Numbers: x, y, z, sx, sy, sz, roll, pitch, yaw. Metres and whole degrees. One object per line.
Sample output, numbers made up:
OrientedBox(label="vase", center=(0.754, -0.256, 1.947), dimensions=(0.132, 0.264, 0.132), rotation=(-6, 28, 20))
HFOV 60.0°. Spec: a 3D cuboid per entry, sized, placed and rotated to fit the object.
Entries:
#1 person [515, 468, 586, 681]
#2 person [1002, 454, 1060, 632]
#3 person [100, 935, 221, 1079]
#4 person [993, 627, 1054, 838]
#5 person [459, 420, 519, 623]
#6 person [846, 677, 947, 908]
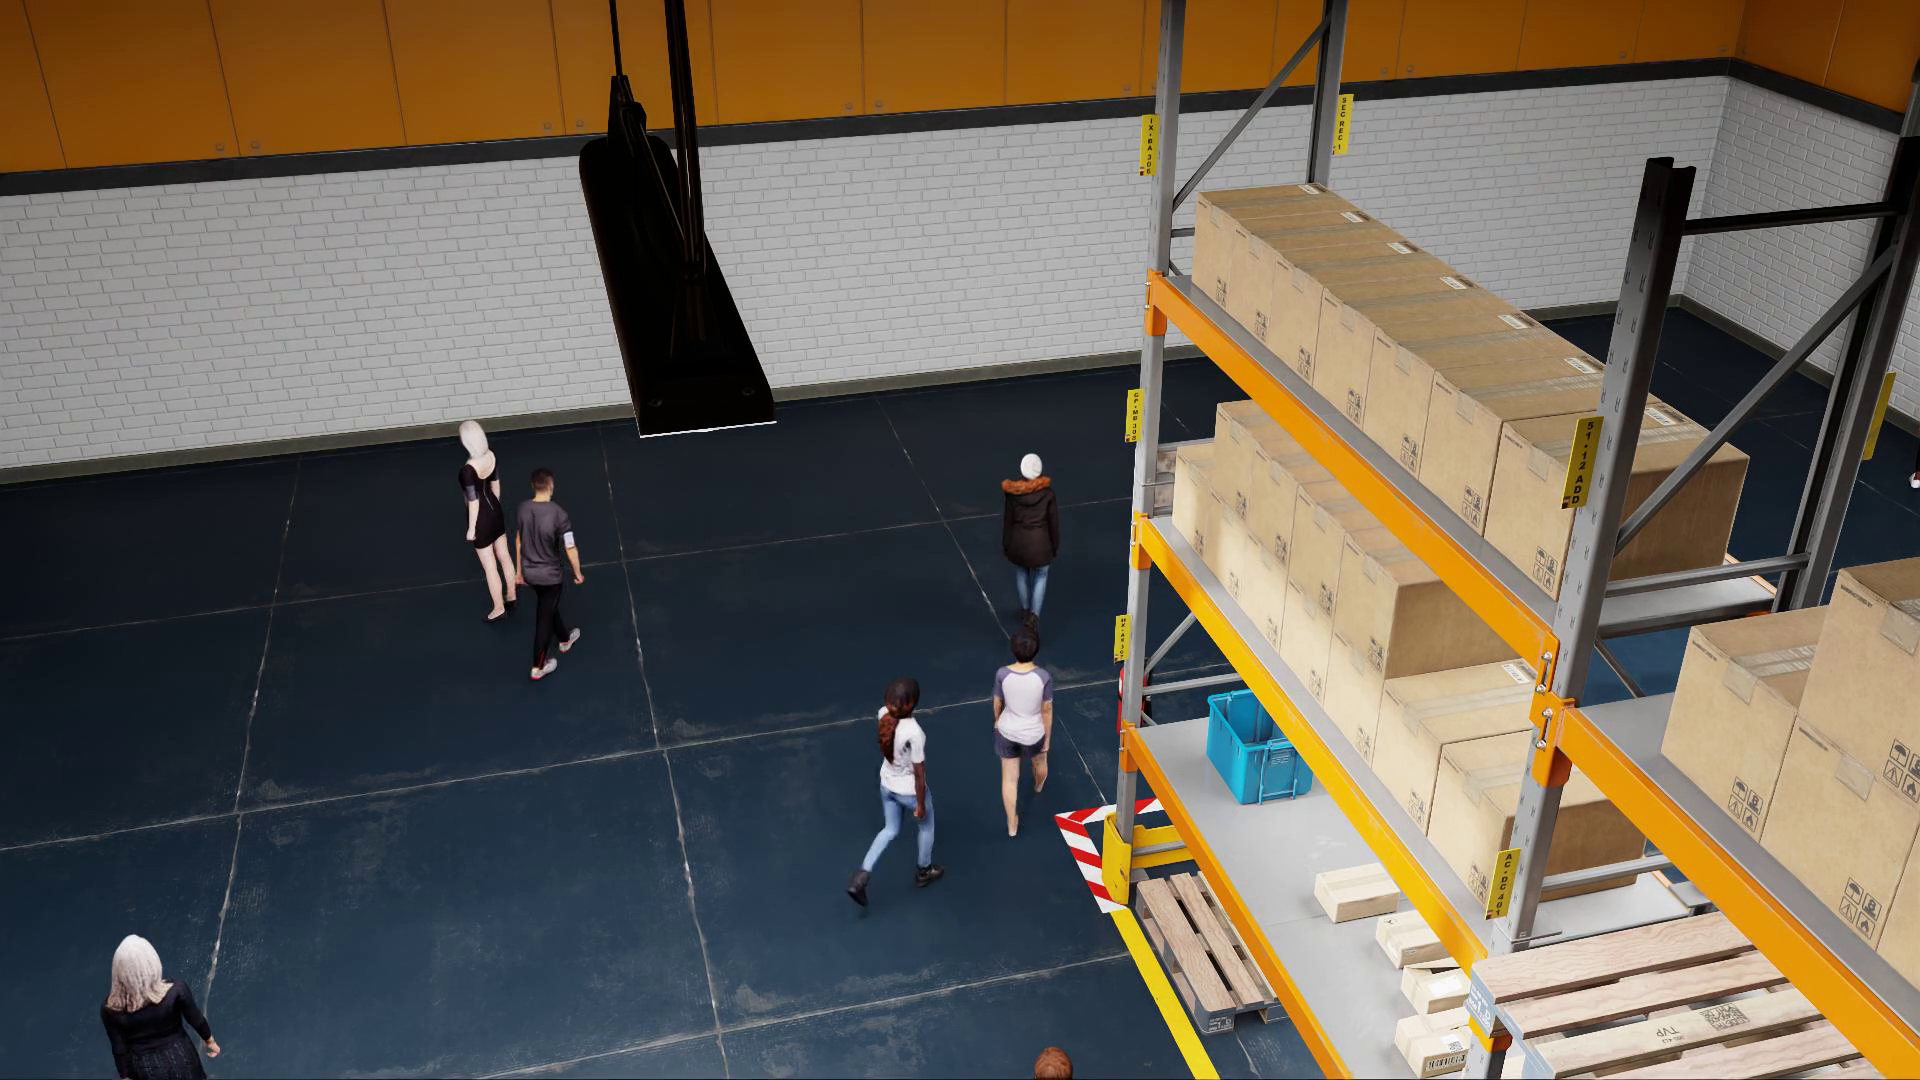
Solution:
OrientedBox(label="person", center=(-3.306, 0.324, 13.024), dimensions=(0.973, 1.724, 1.061), rotation=(11, 30, 19))
OrientedBox(label="person", center=(0.572, 0.062, 13.613), dimensions=(0.860, 1.620, 1.025), rotation=(4, 29, 8))
OrientedBox(label="person", center=(-4.052, 2.797, 8.501), dimensions=(0.688, 1.714, 1.092), rotation=(-10, 30, -18))
OrientedBox(label="person", center=(0.420, 1.342, 11.357), dimensions=(0.812, 1.533, 1.029), rotation=(4, 29, 8))
OrientedBox(label="person", center=(-3.925, -0.163, 13.804), dimensions=(0.711, 1.831, 0.610), rotation=(10, 30, 17))
OrientedBox(label="person", center=(-0.424, 1.632, 10.656), dimensions=(0.969, 1.696, 1.049), rotation=(-24, 37, -37))
